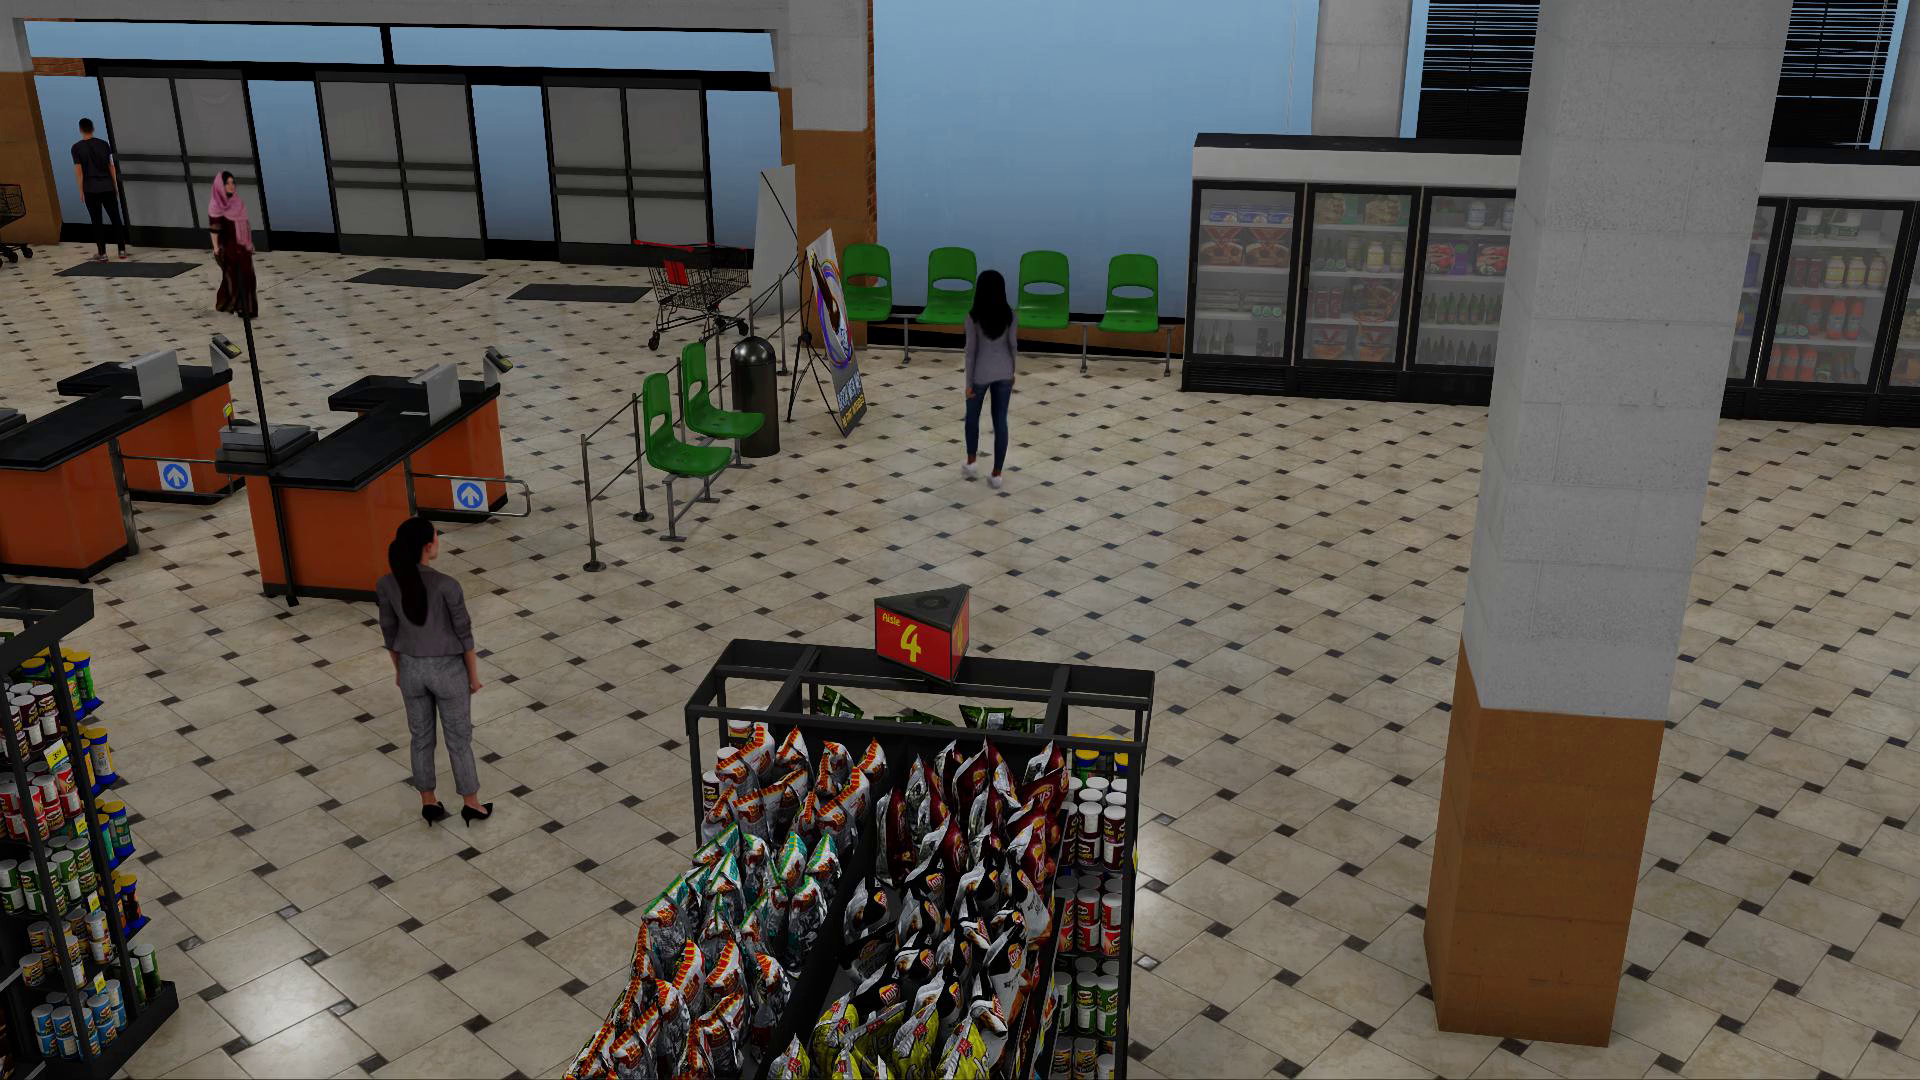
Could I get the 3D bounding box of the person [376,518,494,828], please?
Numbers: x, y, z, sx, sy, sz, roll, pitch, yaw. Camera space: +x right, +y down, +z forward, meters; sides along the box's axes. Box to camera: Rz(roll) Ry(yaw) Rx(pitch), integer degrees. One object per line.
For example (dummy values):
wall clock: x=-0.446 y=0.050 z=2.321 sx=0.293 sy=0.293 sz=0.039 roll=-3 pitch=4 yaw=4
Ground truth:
person: x=-2.657 y=0.685 z=8.384 sx=0.620 sy=1.679 sz=0.588 roll=2 pitch=22 yaw=6

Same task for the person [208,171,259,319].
person: x=-8.008 y=-3.227 z=18.174 sx=0.799 sy=1.639 sz=0.714 roll=9 pitch=24 yaw=21

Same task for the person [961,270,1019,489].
person: x=0.277 y=-1.245 z=13.136 sx=0.778 sy=1.717 sz=0.888 roll=-4 pitch=22 yaw=-11

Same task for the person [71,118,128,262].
person: x=-10.864 y=-4.421 z=20.977 sx=0.686 sy=1.765 sz=0.778 roll=-19 pitch=29 yaw=-40
